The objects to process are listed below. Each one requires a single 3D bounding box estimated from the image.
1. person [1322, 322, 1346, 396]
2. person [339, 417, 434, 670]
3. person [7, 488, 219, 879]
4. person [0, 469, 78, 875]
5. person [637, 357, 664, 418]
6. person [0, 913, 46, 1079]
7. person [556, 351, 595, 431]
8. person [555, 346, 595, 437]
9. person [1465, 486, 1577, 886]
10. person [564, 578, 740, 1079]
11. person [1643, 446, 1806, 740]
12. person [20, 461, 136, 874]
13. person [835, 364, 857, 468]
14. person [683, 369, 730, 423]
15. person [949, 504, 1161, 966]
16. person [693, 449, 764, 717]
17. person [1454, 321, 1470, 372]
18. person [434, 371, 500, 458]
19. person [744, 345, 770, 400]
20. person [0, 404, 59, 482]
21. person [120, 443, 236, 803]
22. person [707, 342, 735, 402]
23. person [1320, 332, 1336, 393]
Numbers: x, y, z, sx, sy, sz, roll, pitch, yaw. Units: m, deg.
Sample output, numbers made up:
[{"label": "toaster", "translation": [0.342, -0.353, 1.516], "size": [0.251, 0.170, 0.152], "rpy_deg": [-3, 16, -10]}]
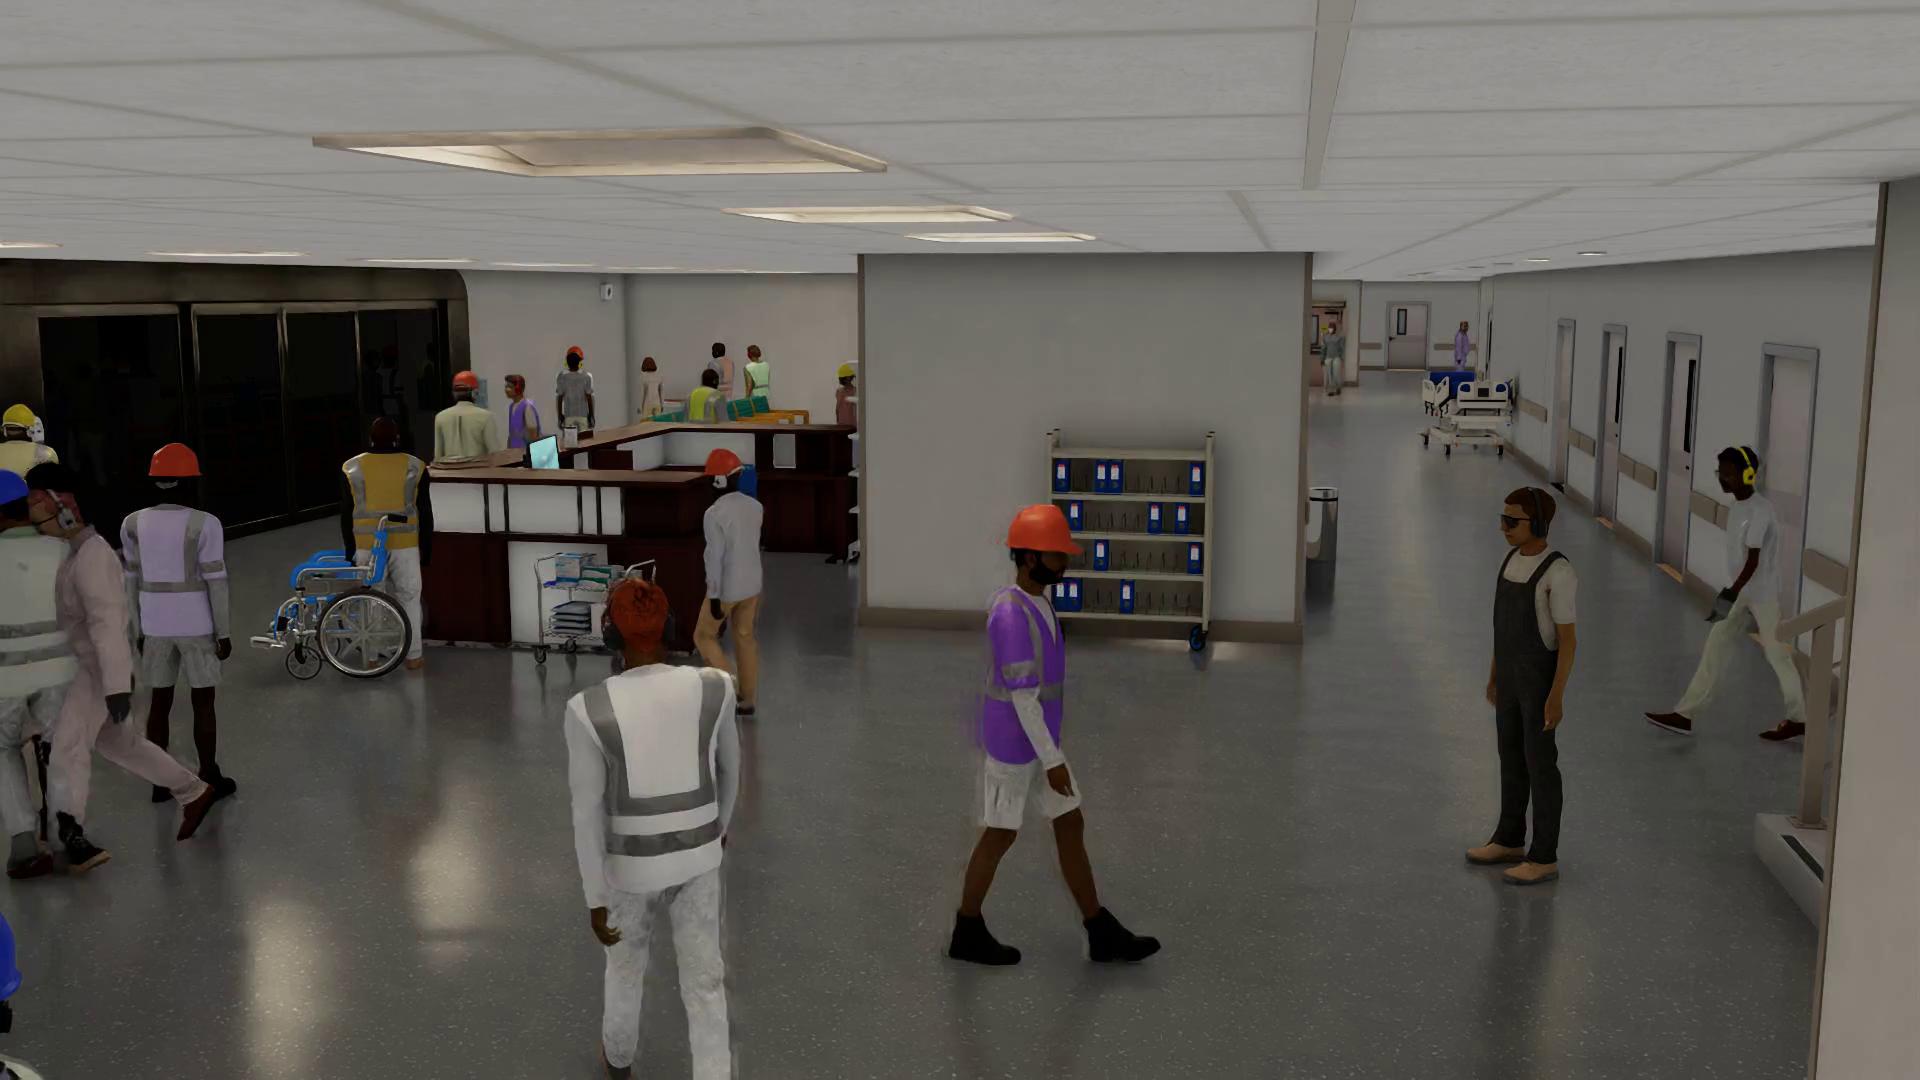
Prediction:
[{"label": "person", "translation": [9.560, -4.634, 42.634], "size": [0.642, 1.918, 0.436], "rpy_deg": [6, 11, 37]}, {"label": "person", "translation": [-4.107, 0.037, 11.940], "size": [0.633, 1.835, 0.429], "rpy_deg": [-3, 9, -19]}, {"label": "person", "translation": [-4.081, 0.626, 7.972], "size": [0.928, 1.853, 0.714], "rpy_deg": [-6, 11, -36]}, {"label": "person", "translation": [-4.327, 0.624, 7.751], "size": [0.660, 1.916, 0.441], "rpy_deg": [-6, 11, -35]}, {"label": "person", "translation": [-5.106, -2.205, 27.459], "size": [0.509, 1.631, 0.269], "rpy_deg": [-8, 12, -44]}, {"label": "person", "translation": [-1.389, 1.417, 2.384], "size": [0.401, 1.949, 0.605], "rpy_deg": [-5, 10, -31]}, {"label": "person", "translation": [-5.417, -1.713, 23.451], "size": [0.520, 1.862, 0.327], "rpy_deg": [-2, 9, -10]}, {"label": "person", "translation": [-5.474, -1.793, 23.733], "size": [0.551, 1.932, 0.376], "rpy_deg": [0, 9, 1]}, {"label": "person", "translation": [2.622, 0.666, 7.700], "size": [0.326, 1.843, 0.517], "rpy_deg": [-3, 9, -16]}, {"label": "person", "translation": [-0.970, 1.033, 5.366], "size": [0.579, 1.828, 1.018], "rpy_deg": [-3, 9, -21]}, {"label": "person", "translation": [4.708, 0.339, 10.015], "size": [1.037, 1.802, 0.484], "rpy_deg": [0, 9, -3]}, {"label": "person", "translation": [-4.198, 0.596, 7.856], "size": [0.847, 1.930, 0.623], "rpy_deg": [5, 10, 31]}, {"label": "person", "translation": [-1.508, -1.494, 22.359], "size": [0.521, 1.745, 0.455], "rpy_deg": [7, 11, 37]}, {"label": "person", "translation": [-3.153, -1.221, 20.553], "size": [0.671, 1.769, 1.078], "rpy_deg": [7, 11, 39]}, {"label": "person", "translation": [0.348, 0.804, 6.649], "size": [0.856, 1.896, 0.552], "rpy_deg": [3, 9, 21]}, {"label": "person", "translation": [-1.473, 0.283, 10.604], "size": [0.371, 1.737, 0.569], "rpy_deg": [5, 10, 32]}, {"label": "person", "translation": [13.432, -4.899, 44.485], "size": [0.398, 1.900, 0.634], "rpy_deg": [4, 10, 27]}, {"label": "person", "translation": [-4.629, -0.593, 15.703], "size": [0.670, 1.981, 0.476], "rpy_deg": [1, 9, 7]}, {"label": "person", "translation": [-3.307, -2.260, 27.148], "size": [0.390, 1.838, 0.563], "rpy_deg": [6, 10, 34]}, {"label": "person", "translation": [-7.445, -0.164, 13.254], "size": [0.591, 1.833, 0.404], "rpy_deg": [-2, 9, -14]}, {"label": "person", "translation": [-4.156, 0.449, 8.887], "size": [0.545, 1.931, 0.380], "rpy_deg": [1, 9, 3]}, {"label": "person", "translation": [-4.107, -2.446, 28.379], "size": [0.429, 1.844, 0.624], "rpy_deg": [4, 10, 26]}, {"label": "person", "translation": [9.823, -4.719, 44.154], "size": [0.518, 1.631, 0.319], "rpy_deg": [5, 10, 30]}]
